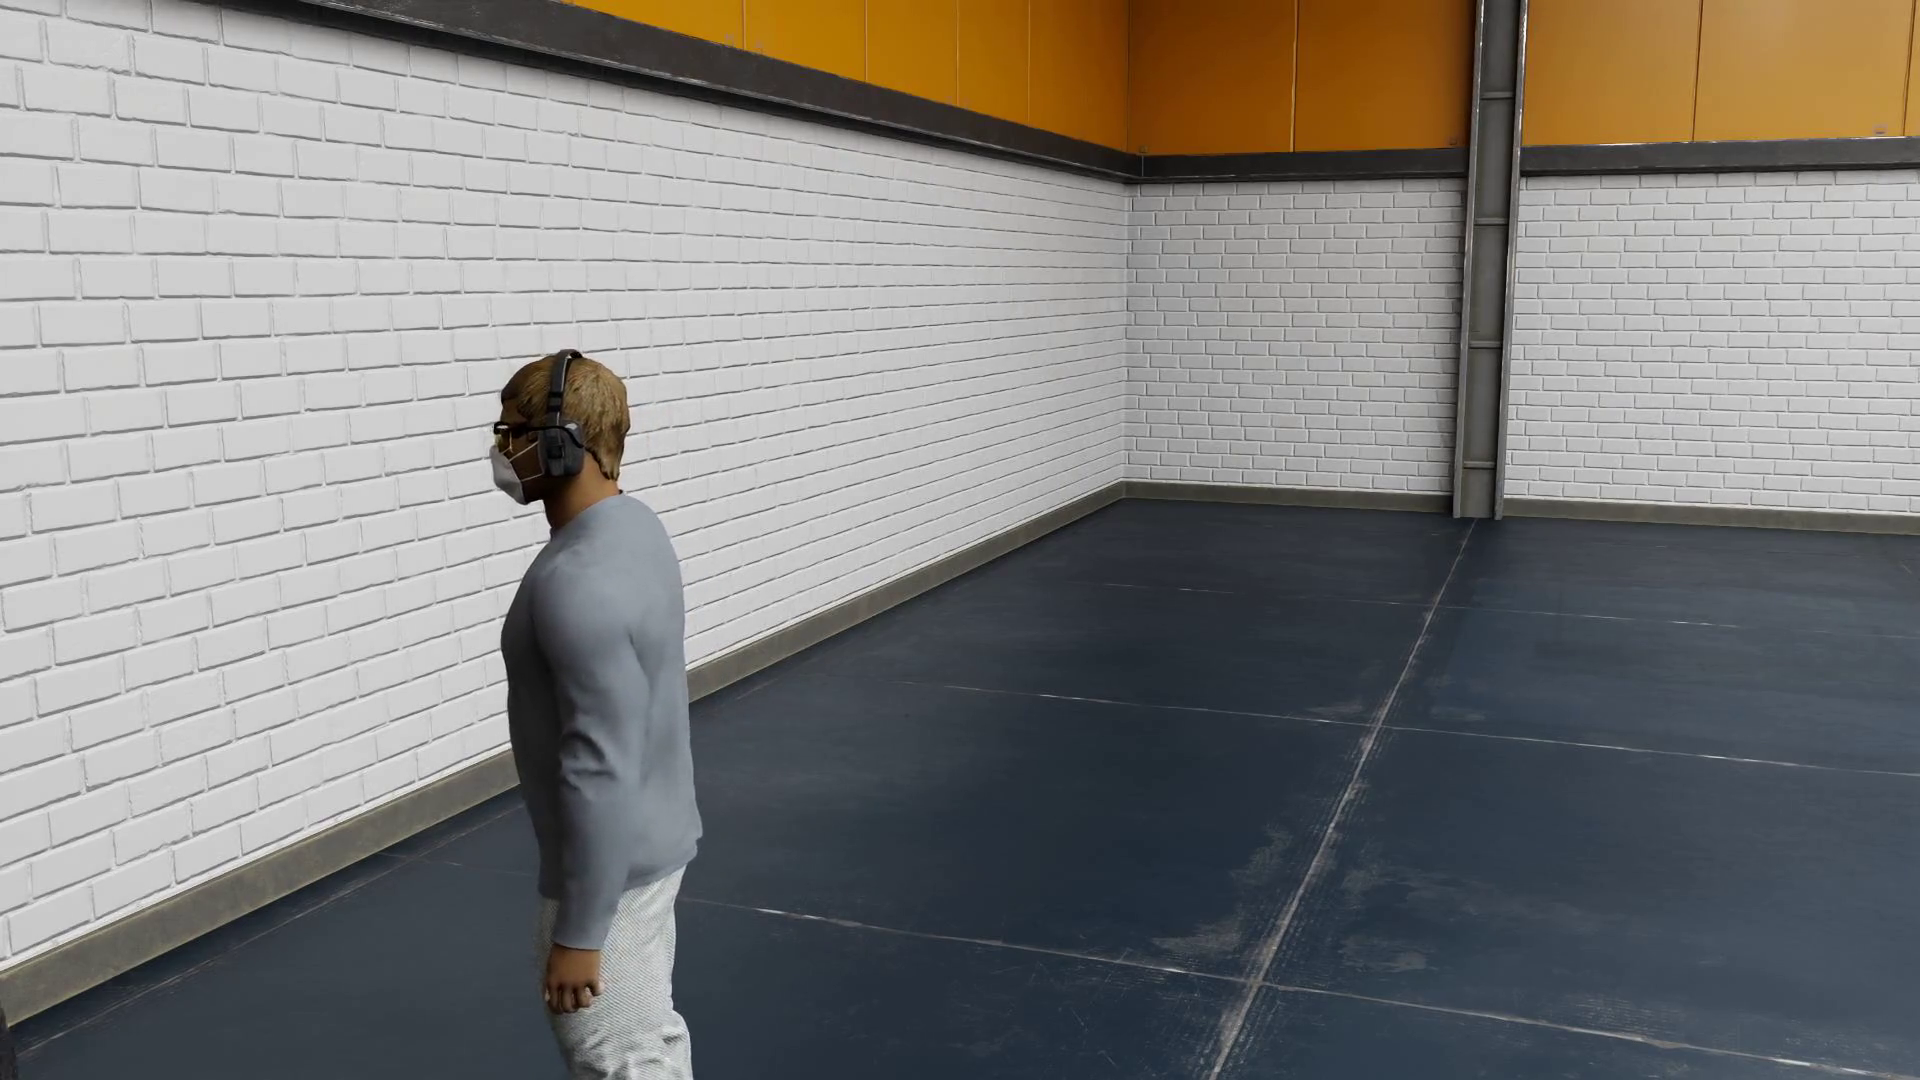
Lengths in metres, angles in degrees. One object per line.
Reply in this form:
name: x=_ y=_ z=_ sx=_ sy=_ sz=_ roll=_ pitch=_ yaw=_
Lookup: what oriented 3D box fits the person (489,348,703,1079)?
person: x=-0.667 y=0.618 z=3.098 sx=0.369 sy=1.938 sz=0.630 roll=-1 pitch=9 yaw=-4
